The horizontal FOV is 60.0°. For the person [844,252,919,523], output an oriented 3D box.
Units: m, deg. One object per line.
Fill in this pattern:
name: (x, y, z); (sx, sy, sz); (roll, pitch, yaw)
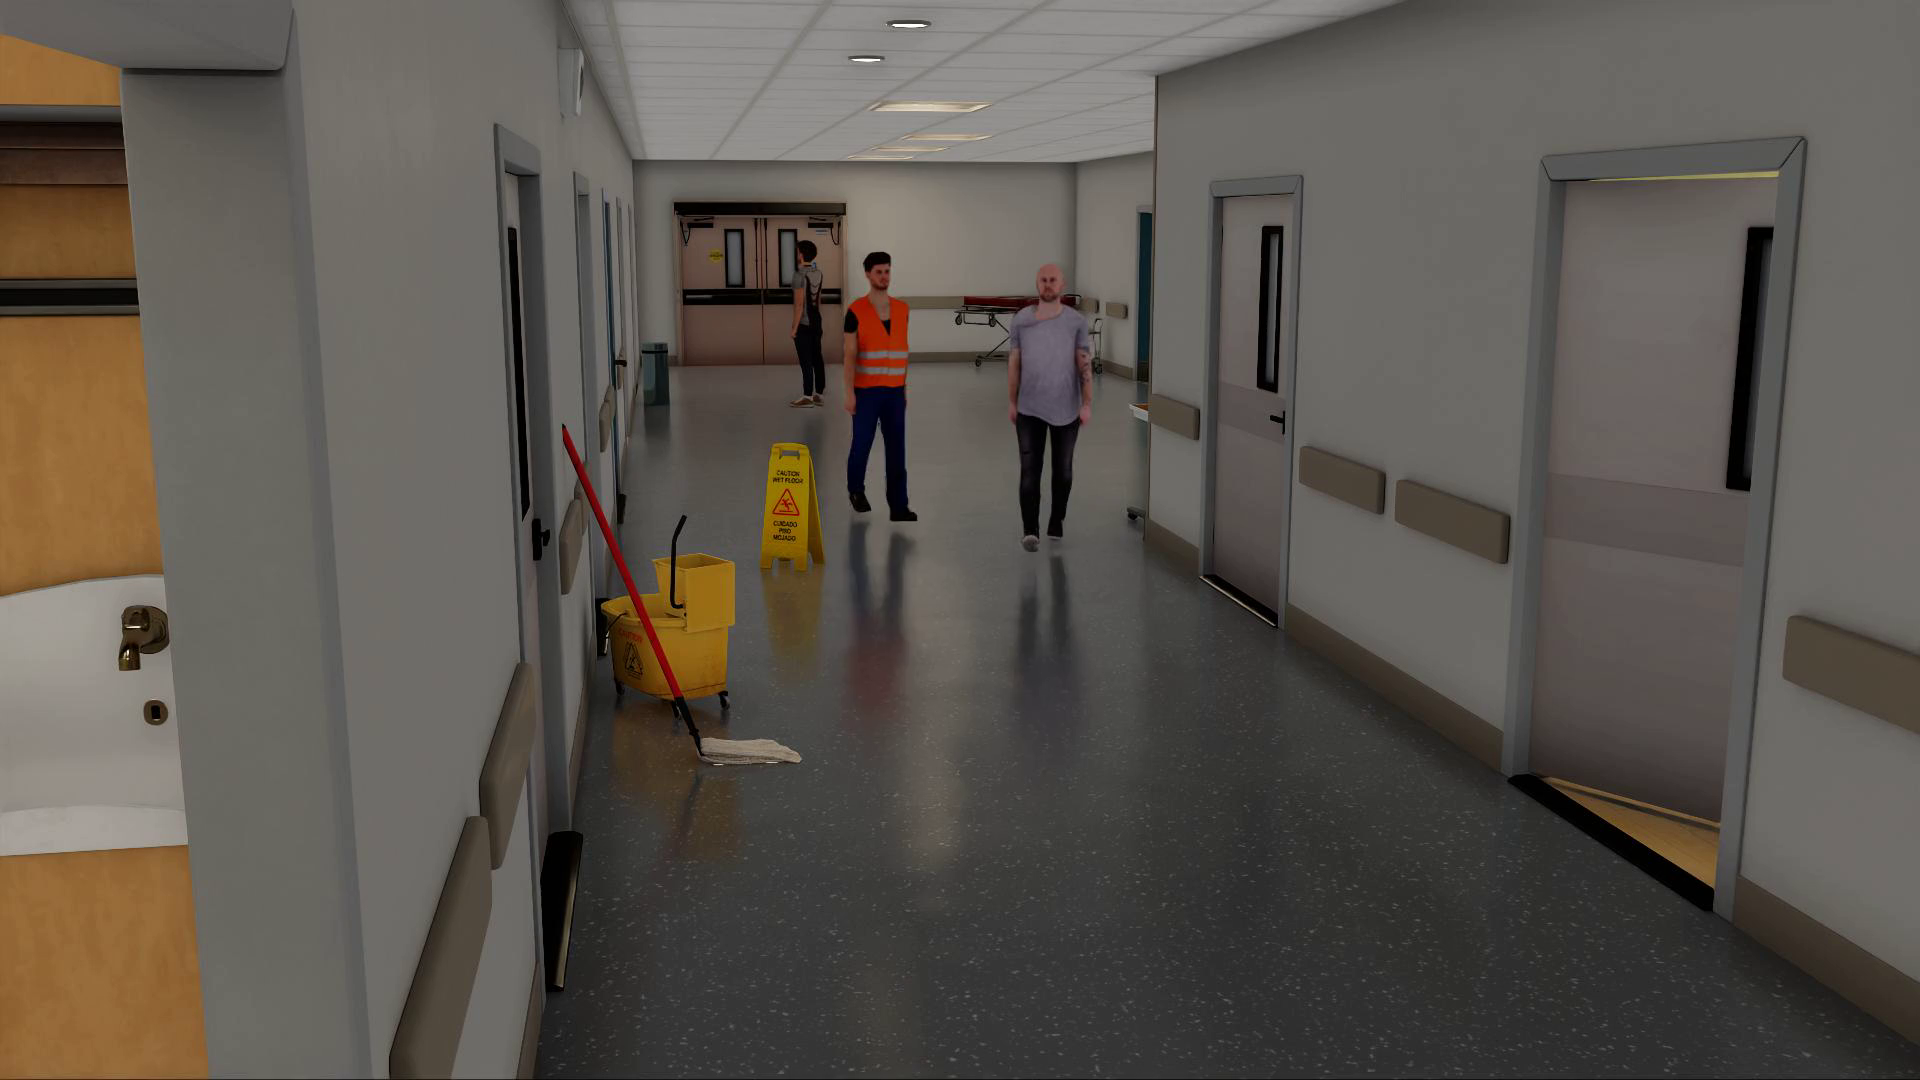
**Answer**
person: (-0.620, -1.051, 11.673); (0.932, 1.842, 1.301); (-5, 12, -26)

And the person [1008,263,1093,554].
person: (0.583, -0.827, 10.646); (0.905, 1.785, 1.260); (1, 11, 5)

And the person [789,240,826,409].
person: (-1.739, -2.476, 19.036); (0.794, 1.896, 0.717); (6, 12, 30)
